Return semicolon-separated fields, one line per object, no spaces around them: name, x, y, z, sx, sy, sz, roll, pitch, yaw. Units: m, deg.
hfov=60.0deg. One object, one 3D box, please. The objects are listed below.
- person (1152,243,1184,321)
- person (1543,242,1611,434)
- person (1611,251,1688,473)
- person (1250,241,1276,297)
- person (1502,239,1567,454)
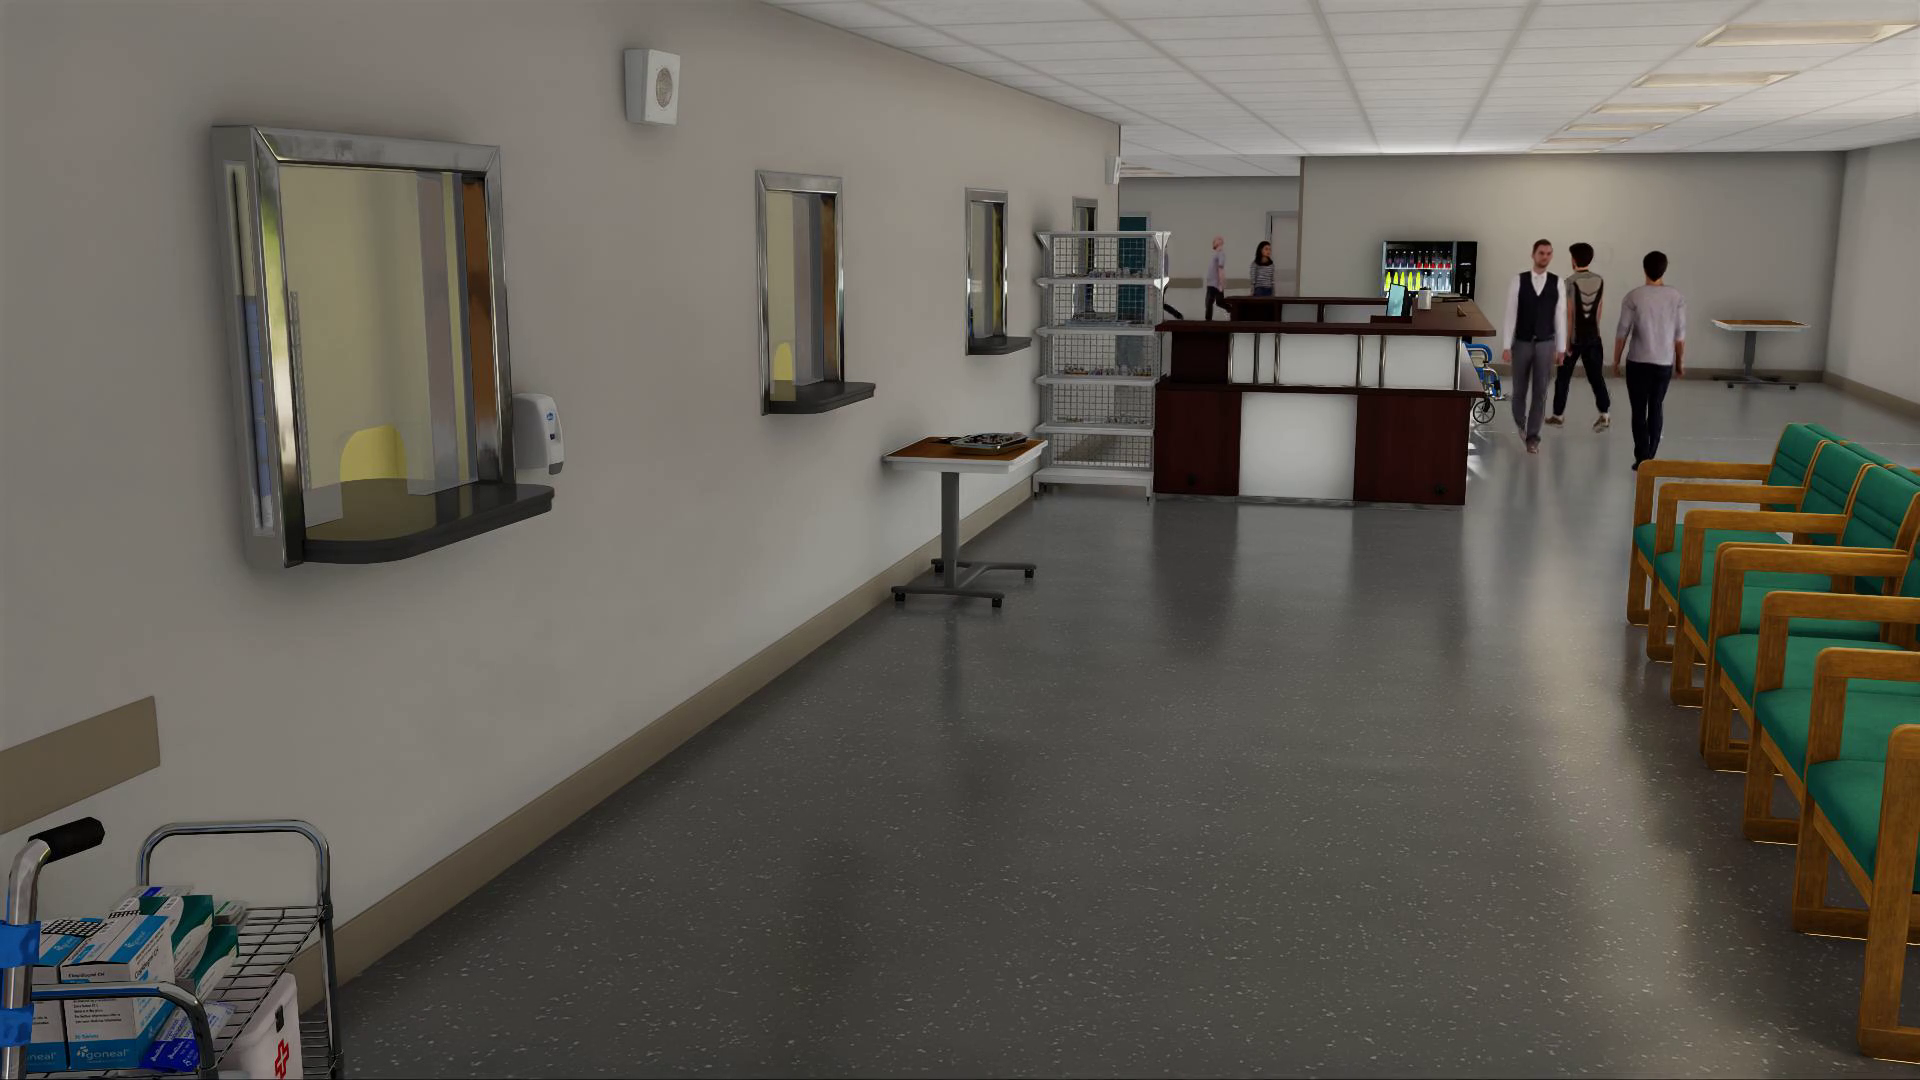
person;3.954;-4.924;32.051;1.022;1.830;0.767;1;11;7
person;6.152;-1.945;16.296;1.241;1.850;1.026;-1;11;-8
person;5.738;-1.454;13.777;0.799;1.825;0.811;1;11;5
person;4.686;-3.742;25.887;0.801;1.788;0.858;-5;12;-26
person;5.224;-1.767;15.187;1.035;1.914;0.766;3;11;14
